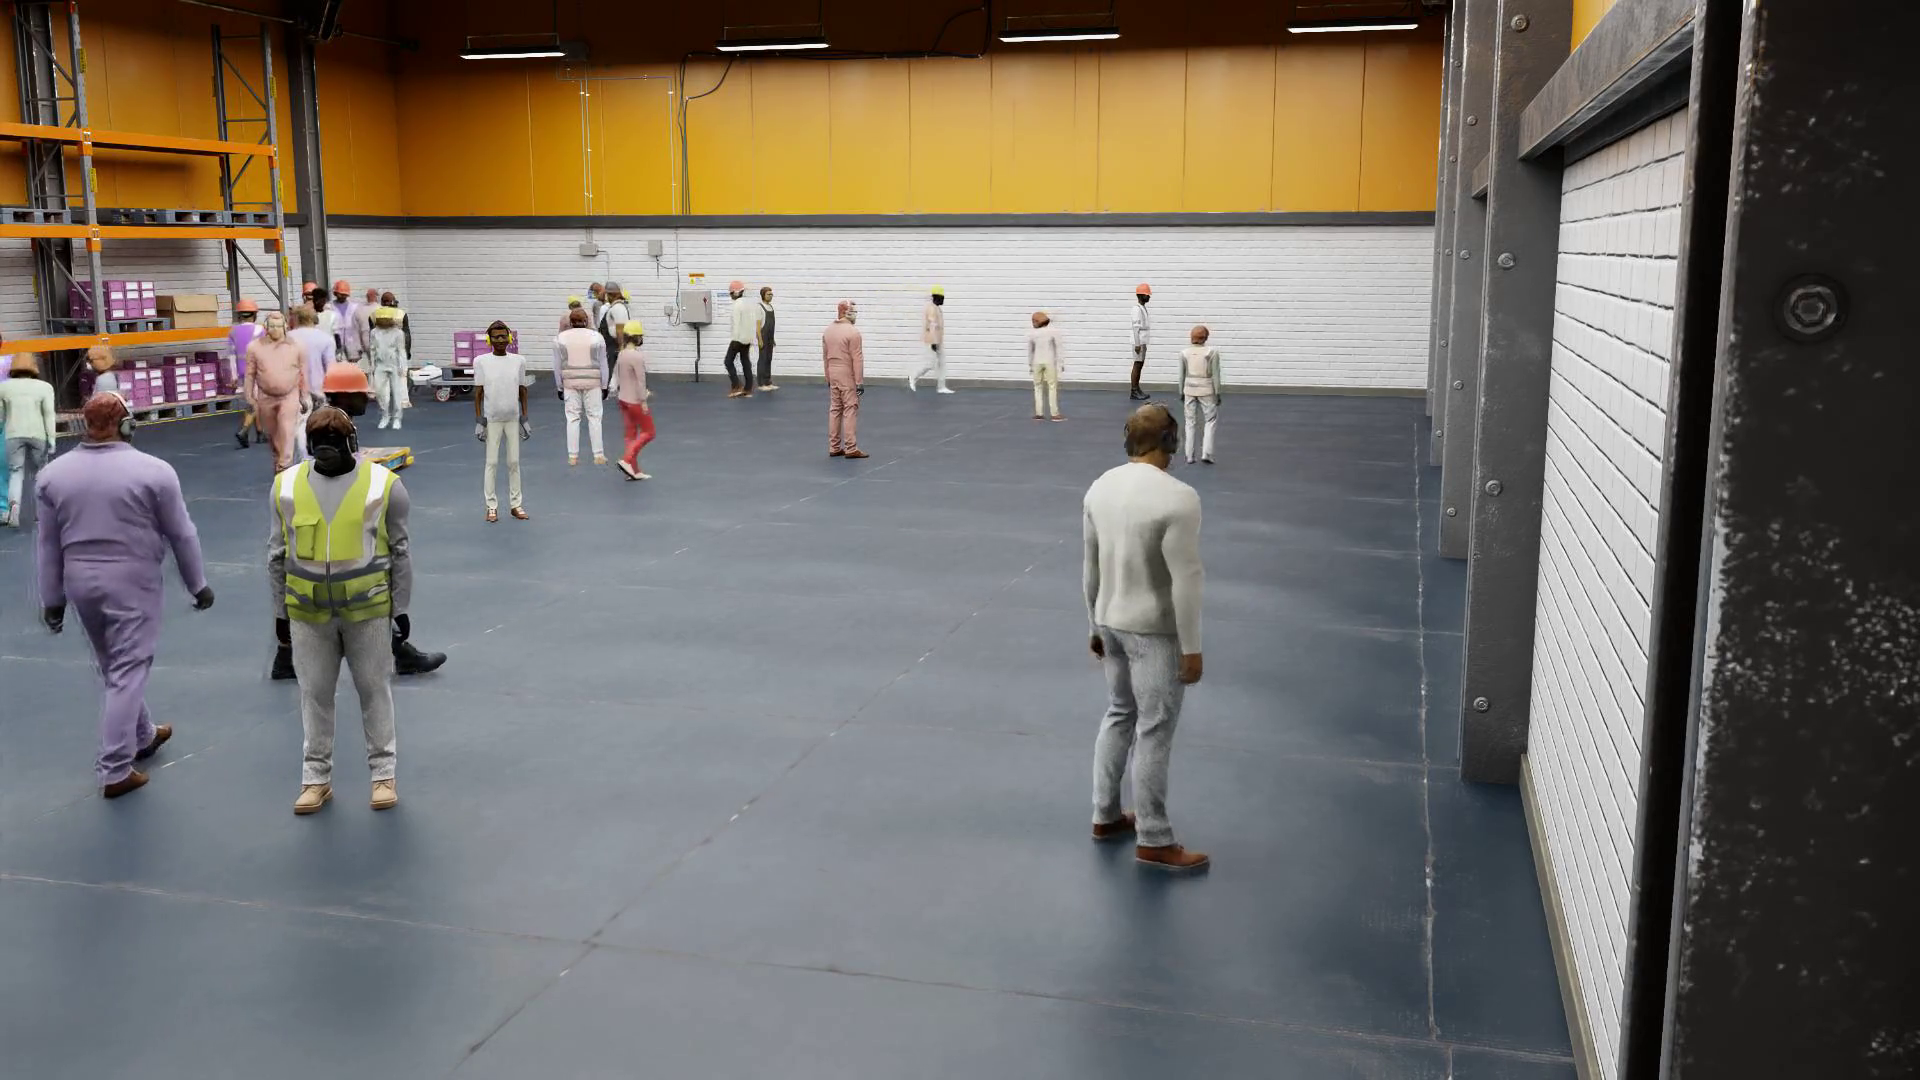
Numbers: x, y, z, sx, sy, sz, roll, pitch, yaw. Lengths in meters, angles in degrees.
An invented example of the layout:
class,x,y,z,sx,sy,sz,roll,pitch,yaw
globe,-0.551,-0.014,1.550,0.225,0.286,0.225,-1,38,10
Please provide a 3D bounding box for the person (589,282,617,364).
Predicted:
class,x,y,z,sx,sy,sz,roll,pitch,yaw
person,-6.446,-3.763,30.440,0.604,1.901,0.693,1,10,5

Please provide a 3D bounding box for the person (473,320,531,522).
class,x,y,z,sx,sy,sz,roll,pitch,yaw
person,-4.259,-1.105,15.494,0.513,1.872,0.328,-6,12,-30

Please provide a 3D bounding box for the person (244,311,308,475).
class,x,y,z,sx,sy,sz,roll,pitch,yaw
person,-7.458,-1.576,18.183,0.646,1.871,0.920,-3,10,-17

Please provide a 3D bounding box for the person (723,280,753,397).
class,x,y,z,sx,sy,sz,roll,pitch,yaw
person,-3.794,-3.386,28.098,0.626,1.973,0.659,3,10,14

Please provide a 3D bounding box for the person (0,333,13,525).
class,x,y,z,sx,sy,sz,roll,pitch,yaw
person,-8.913,-1.033,15.249,0.610,1.803,0.811,-3,10,-17

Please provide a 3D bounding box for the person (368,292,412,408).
class,x,y,z,sx,sy,sz,roll,pitch,yaw
person,-8.970,-2.986,26.244,0.621,1.838,0.429,-2,10,-10

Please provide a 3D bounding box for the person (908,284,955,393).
class,x,y,z,sx,sy,sz,roll,pitch,yaw
person,-0.494,-3.480,28.849,0.730,1.903,0.600,3,10,16

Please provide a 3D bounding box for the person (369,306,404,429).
class,x,y,z,sx,sy,sz,roll,pitch,yaw
person,-8.023,-2.407,23.298,0.483,1.723,0.418,0,10,-2

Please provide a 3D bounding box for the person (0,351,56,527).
class,x,y,z,sx,sy,sz,roll,pitch,yaw
person,-8.520,-0.910,15.137,0.543,1.598,0.699,-4,11,-21

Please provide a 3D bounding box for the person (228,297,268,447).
class,x,y,z,sx,sy,sz,roll,pitch,yaw
person,-9.099,-2.147,21.295,0.545,1.909,0.906,2,10,11

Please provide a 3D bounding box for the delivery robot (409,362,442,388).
class,x,y,z,sx,sy,sz,roll,pitch,yaw
delivery robot,-9.141,-2.833,28.732,0.707,0.478,0.477,-4,11,-22

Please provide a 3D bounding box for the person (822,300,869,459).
class,x,y,z,sx,sy,sz,roll,pitch,yaw
person,-1.367,-1.941,20.127,0.402,1.904,0.652,-9,14,-42

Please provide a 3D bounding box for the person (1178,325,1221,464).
class,x,y,z,sx,sy,sz,roll,pitch,yaw
person,2.799,-1.699,19.511,0.542,1.632,0.313,6,12,31

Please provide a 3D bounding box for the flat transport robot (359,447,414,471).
class,x,y,z,sx,sy,sz,roll,pitch,yaw
flat transport robot,-6.686,-0.887,18.780,0.652,0.197,1.431,-1,10,-3

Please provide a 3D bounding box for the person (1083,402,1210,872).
class,x,y,z,sx,sy,sz,roll,pitch,yaw
person,0.800,0.402,6.912,0.385,1.906,0.787,-6,12,-30

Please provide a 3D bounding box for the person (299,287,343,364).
class,x,y,z,sx,sy,sz,roll,pitch,yaw
person,-9.761,-2.882,25.350,0.610,1.943,0.626,-7,12,-33

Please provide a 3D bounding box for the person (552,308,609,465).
class,x,y,z,sx,sy,sz,roll,pitch,yaw
person,-4.424,-1.793,19.473,0.627,1.843,0.429,-1,10,-7

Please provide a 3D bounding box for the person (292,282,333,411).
class,x,y,z,sx,sy,sz,roll,pitch,yaw
person,-10.057,-3.006,25.900,0.623,1.992,0.396,-5,11,-25

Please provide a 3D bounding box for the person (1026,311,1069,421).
class,x,y,z,sx,sy,sz,roll,pitch,yaw
person,1.301,-2.556,24.445,0.657,1.605,0.362,2,10,13

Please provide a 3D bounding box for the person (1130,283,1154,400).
class,x,y,z,sx,sy,sz,roll,pitch,yaw
person,3.043,-3.314,27.806,0.370,1.935,0.552,3,11,17

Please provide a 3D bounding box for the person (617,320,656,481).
class,x,y,z,sx,sy,sz,roll,pitch,yaw
person,-3.531,-1.504,18.048,0.382,1.755,0.543,-8,13,-37

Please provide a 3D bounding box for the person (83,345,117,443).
class,x,y,z,sx,sy,sz,roll,pitch,yaw
person,-8.157,-1.038,15.807,0.529,1.616,0.518,-5,11,-25

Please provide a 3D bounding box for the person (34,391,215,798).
class,x,y,z,sx,sy,sz,roll,pitch,yaw
person,-3.961,0.226,7.972,0.659,1.870,0.933,1,10,5

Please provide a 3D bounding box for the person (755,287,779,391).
class,x,y,z,sx,sy,sz,roll,pitch,yaw
person,-3.424,-3.554,29.431,0.341,1.846,0.510,4,11,22

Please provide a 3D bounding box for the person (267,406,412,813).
class,x,y,z,sx,sy,sz,roll,pitch,yaw
person,-2.799,0.316,7.526,0.621,1.845,0.429,-2,10,-9

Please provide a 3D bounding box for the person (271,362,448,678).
class,x,y,z,sx,sy,sz,roll,pitch,yaw
person,-3.630,-0.103,9.802,1.008,1.880,0.564,-3,11,-18

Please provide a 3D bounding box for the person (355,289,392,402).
class,x,y,z,sx,sy,sz,roll,pitch,yaw
person,-9.627,-3.218,27.545,0.643,1.841,1.038,3,10,15

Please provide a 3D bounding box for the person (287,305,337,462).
class,x,y,z,sx,sy,sz,roll,pitch,yaw
person,-7.436,-1.735,19.038,0.632,1.887,1.016,-2,10,-10

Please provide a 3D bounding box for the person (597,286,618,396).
class,x,y,z,sx,sy,sz,roll,pitch,yaw
person,-6.022,-3.386,28.374,0.351,1.881,0.582,0,10,1

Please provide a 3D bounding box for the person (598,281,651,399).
class,x,y,z,sx,sy,sz,roll,pitch,yaw
person,-5.678,-3.345,27.689,1.041,2.000,0.691,-1,10,-5

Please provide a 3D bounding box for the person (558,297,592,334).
class,x,y,z,sx,sy,sz,roll,pitch,yaw
person,-6.495,-3.255,28.128,0.545,1.701,0.940,-4,11,-22

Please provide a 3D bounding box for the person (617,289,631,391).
class,x,y,z,sx,sy,sz,roll,pitch,yaw
person,-5.970,-3.513,29.295,0.423,1.809,0.604,3,11,18

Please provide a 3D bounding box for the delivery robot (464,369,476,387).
class,x,y,z,sx,sy,sz,roll,pitch,yaw
delivery robot,-8.446,-2.875,28.968,0.707,0.478,0.477,-6,11,-30

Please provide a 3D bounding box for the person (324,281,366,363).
class,x,y,z,sx,sy,sz,roll,pitch,yaw
person,-10.068,-3.225,27.148,0.755,1.982,0.861,-7,12,-35

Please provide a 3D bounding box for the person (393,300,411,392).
class,x,y,z,sx,sy,sz,roll,pitch,yaw
person,-9.897,-3.363,28.947,0.741,1.628,0.545,-2,10,-11
